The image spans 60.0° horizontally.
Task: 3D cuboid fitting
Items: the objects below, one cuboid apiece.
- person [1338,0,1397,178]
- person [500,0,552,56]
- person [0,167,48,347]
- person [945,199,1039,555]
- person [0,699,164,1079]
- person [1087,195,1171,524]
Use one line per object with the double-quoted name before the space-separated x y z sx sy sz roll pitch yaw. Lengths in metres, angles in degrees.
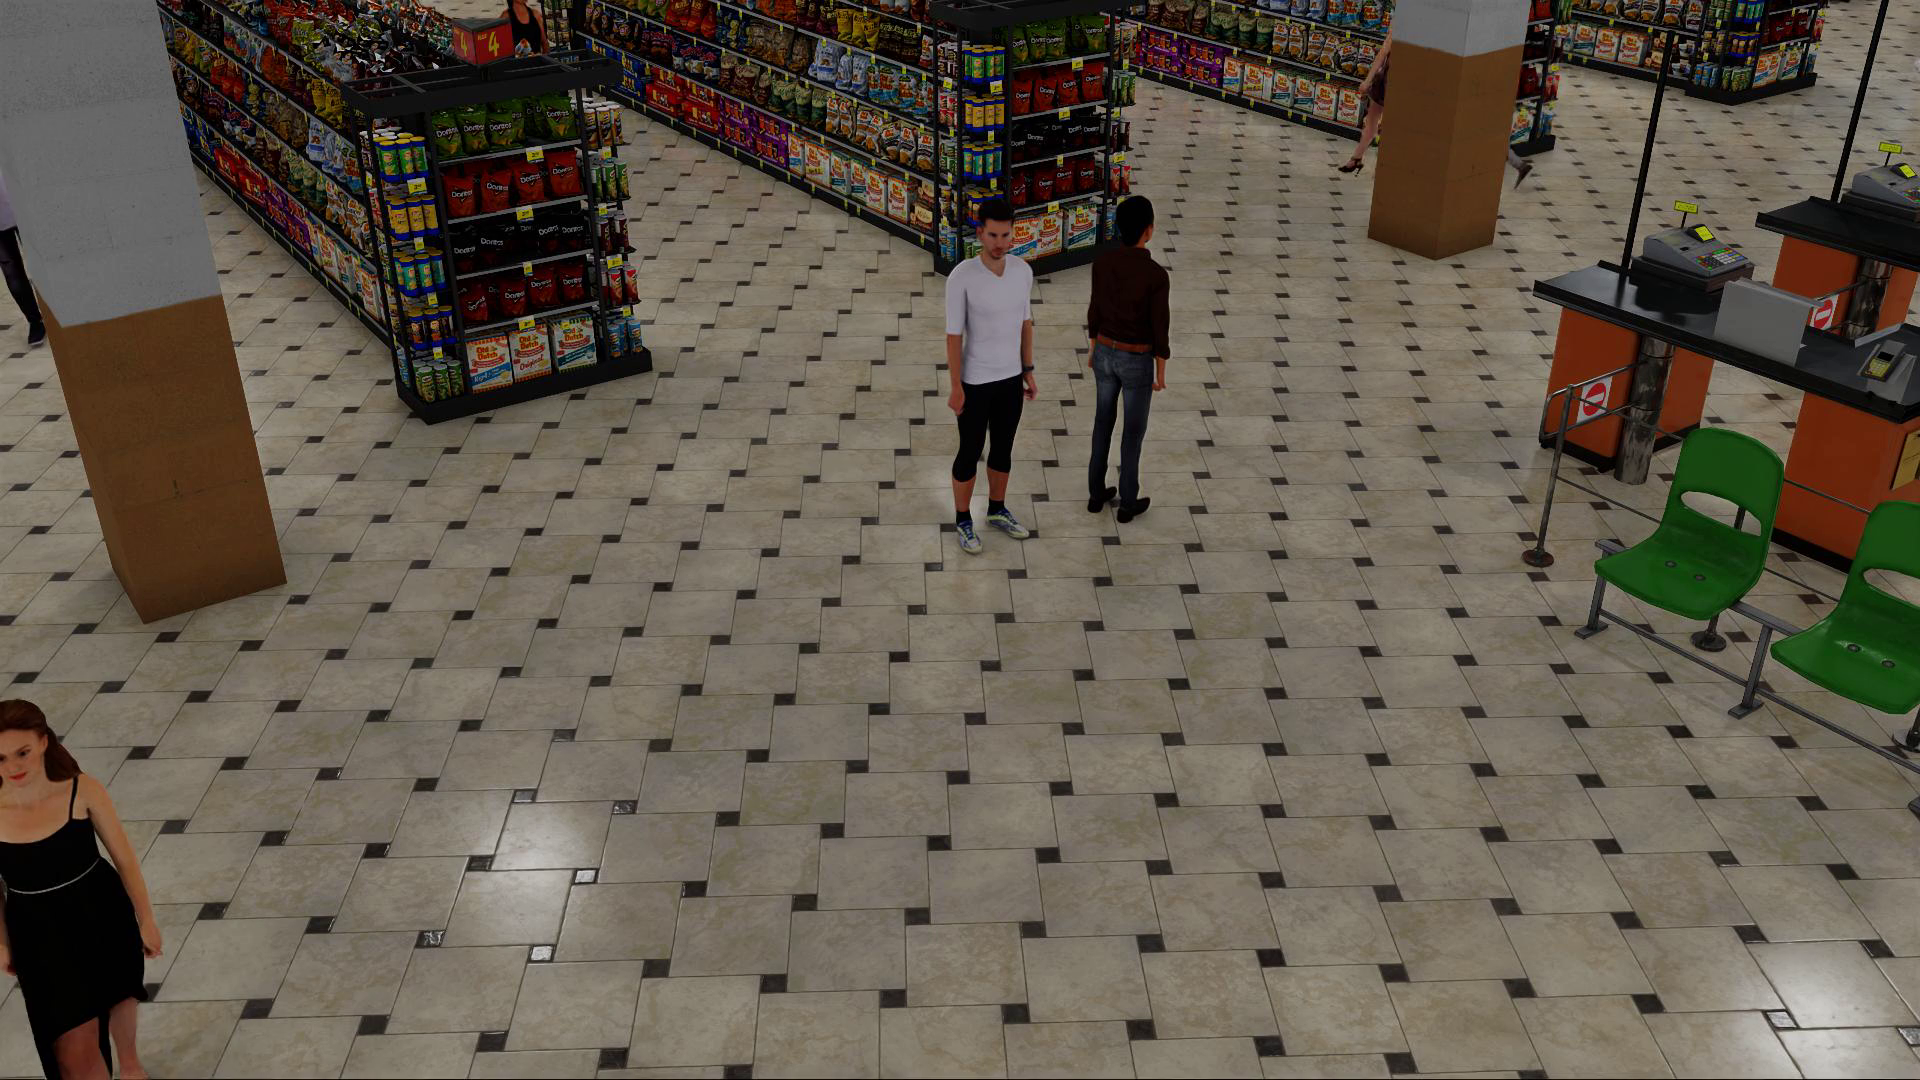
"person" 3.822 -3.862 14.195 1.067 1.740 0.908 11 31 19
"person" -3.937 -4.231 14.991 1.050 1.625 0.769 22 36 35
"person" -6.309 -2.193 11.051 0.803 1.824 0.806 -9 30 -17
"person" 0.147 -0.856 8.572 0.677 1.852 0.577 -16 32 -26
"person" -2.743 1.156 5.156 0.626 1.595 0.986 -16 33 -27
"person" 0.864 -0.947 8.816 0.597 1.778 0.758 17 33 28
